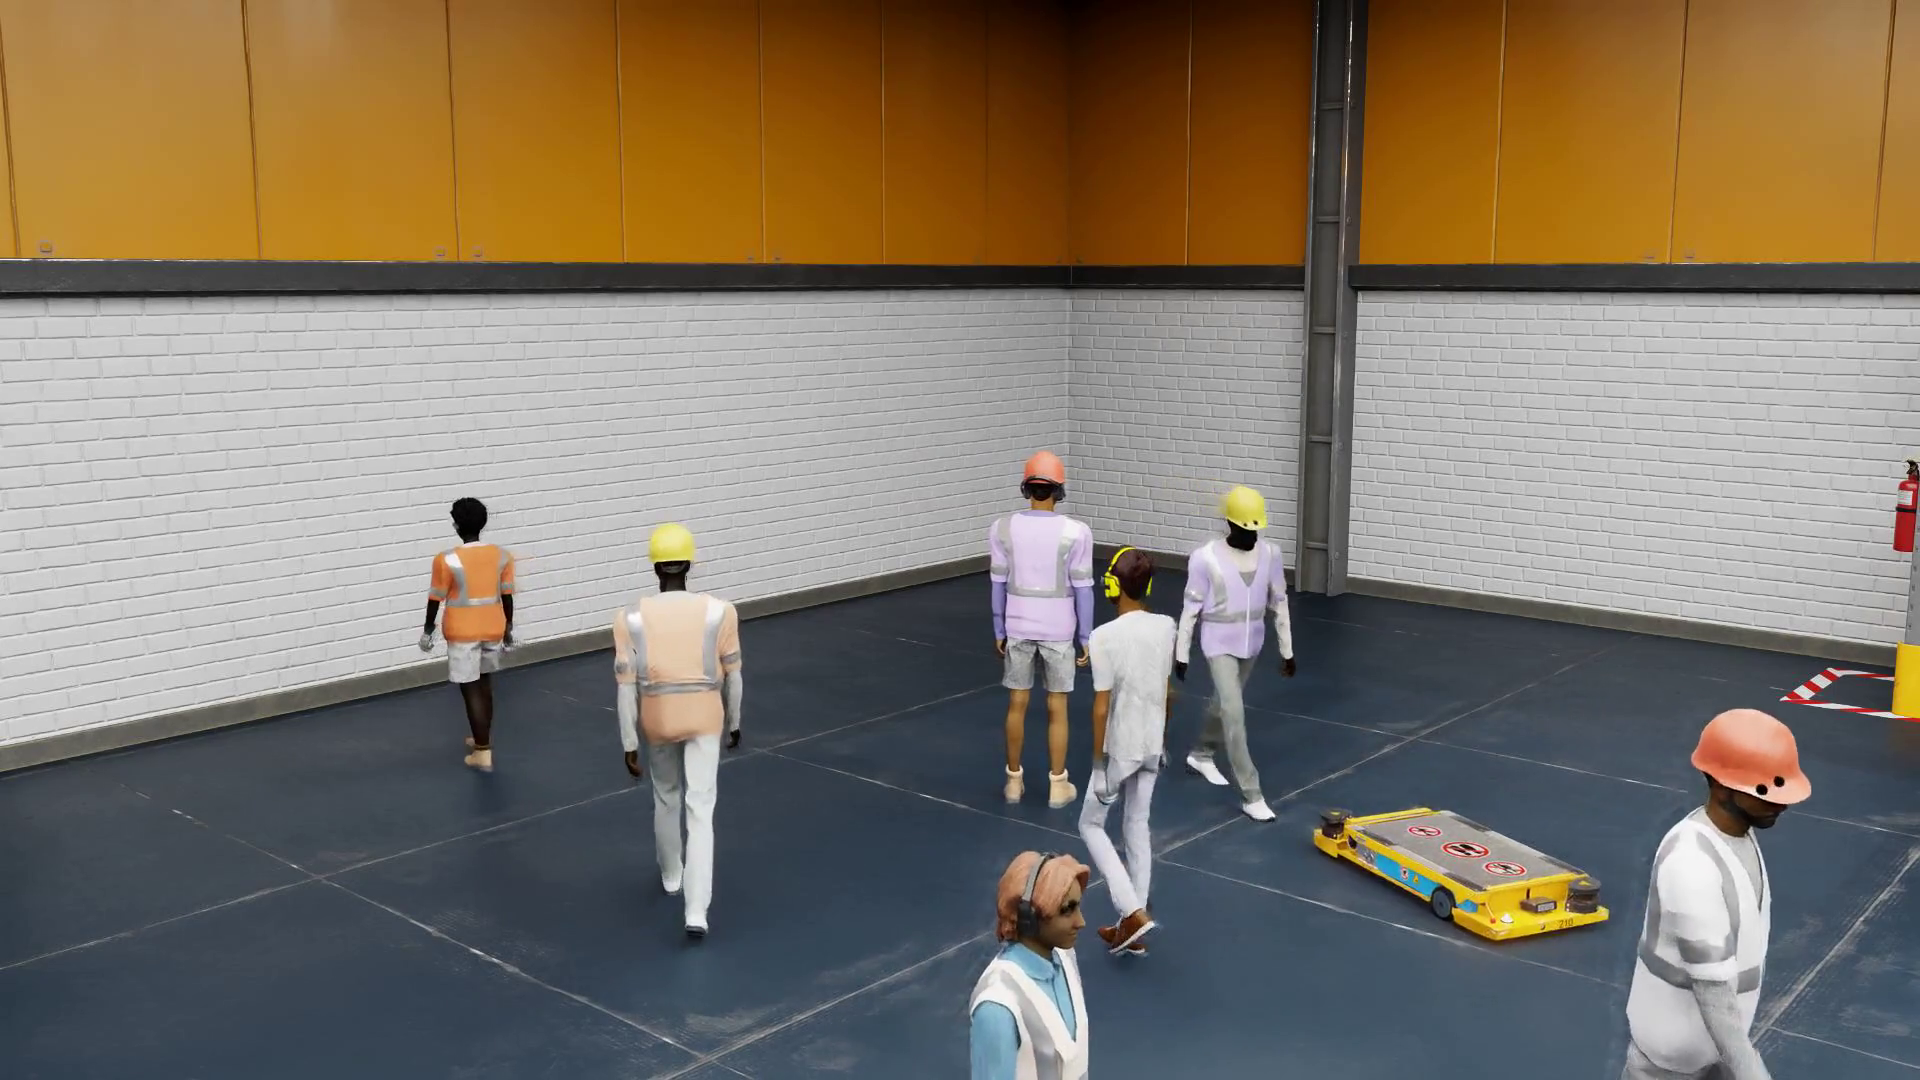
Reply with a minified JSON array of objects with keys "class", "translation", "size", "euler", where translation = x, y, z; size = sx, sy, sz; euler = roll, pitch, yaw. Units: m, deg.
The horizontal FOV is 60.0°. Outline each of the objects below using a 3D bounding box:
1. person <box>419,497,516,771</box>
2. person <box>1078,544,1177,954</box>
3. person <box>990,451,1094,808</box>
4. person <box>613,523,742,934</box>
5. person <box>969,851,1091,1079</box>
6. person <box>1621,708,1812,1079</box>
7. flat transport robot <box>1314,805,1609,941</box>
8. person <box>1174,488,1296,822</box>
[{"class":"person","translation":[-3.075,0.568,10.286],"size":[0.623,1.679,0.543],"euler":[8,12,40]},{"class":"person","translation":[0.749,0.942,7.387],"size":[0.496,1.856,0.428],"euler":[-5,10,-30]},{"class":"person","translation":[0.475,0.508,9.551],"size":[0.609,2.036,0.407],"euler":[3,9,17]},{"class":"person","translation":[-1.318,0.863,7.810],"size":[0.583,1.887,0.991],"euler":[-1,9,-5]},{"class":"person","translation":[0.172,1.568,4.163],"size":[0.378,1.625,0.537],"euler":[4,10,24]},{"class":"person","translation":[2.133,1.376,4.560],"size":[0.986,1.876,0.559],"euler":[8,12,41]},{"class":"flat transport robot","translation":[2.435,1.597,8.225],"size":[0.652,0.197,1.431],"euler":[-4,10,-22]},{"class":"person","translation":[1.569,0.598,9.546],"size":[0.634,1.862,1.019],"euler":[-4,10,-25]}]
